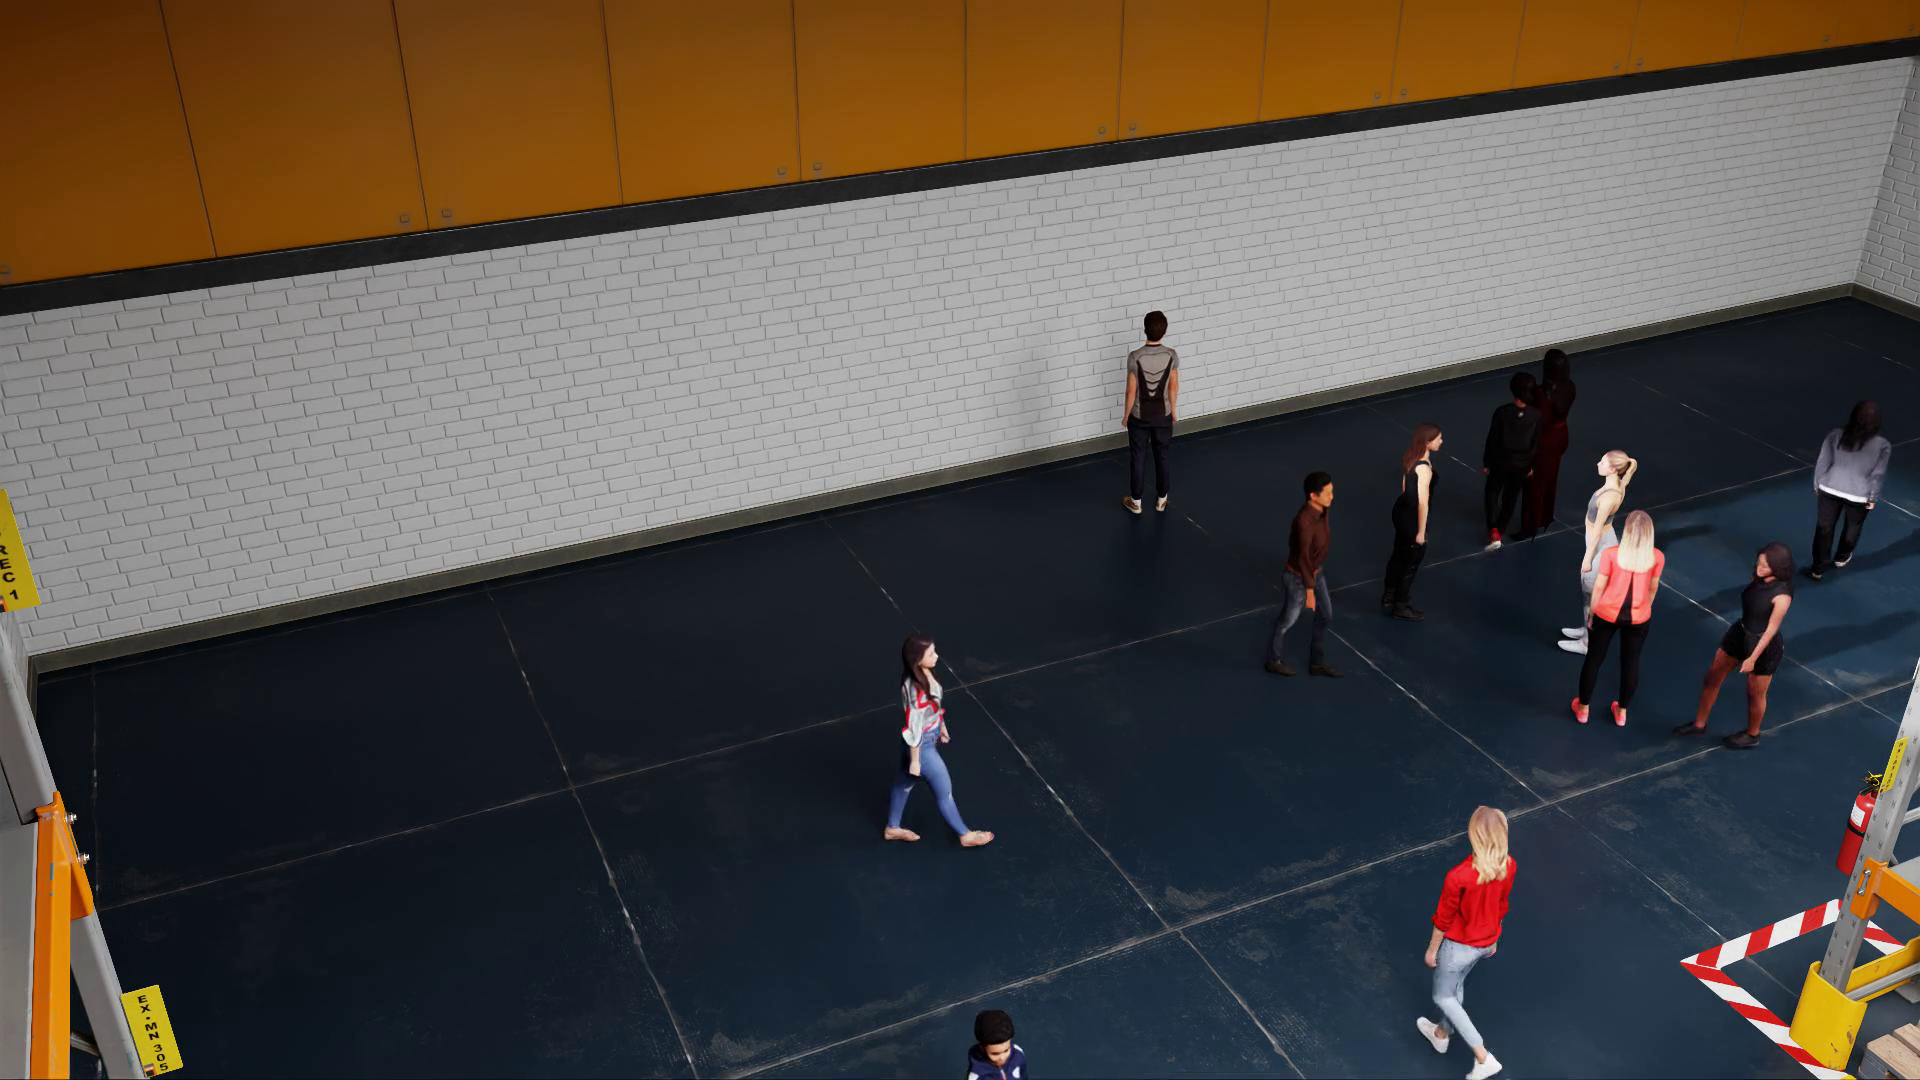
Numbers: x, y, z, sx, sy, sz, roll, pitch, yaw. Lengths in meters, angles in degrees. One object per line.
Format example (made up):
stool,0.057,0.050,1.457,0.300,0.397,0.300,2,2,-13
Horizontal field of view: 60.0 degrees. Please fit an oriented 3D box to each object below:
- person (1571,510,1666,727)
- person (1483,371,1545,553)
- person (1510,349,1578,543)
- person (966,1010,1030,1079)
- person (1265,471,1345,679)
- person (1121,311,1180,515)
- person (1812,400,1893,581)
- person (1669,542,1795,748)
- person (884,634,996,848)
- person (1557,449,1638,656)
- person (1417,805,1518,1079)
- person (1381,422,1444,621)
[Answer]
person,4.722,0.558,11.883,0.671,1.690,0.705,6,29,10
person,4.664,-0.617,14.065,0.858,1.665,0.962,5,29,9
person,5.042,-0.819,14.338,0.736,1.756,0.720,-25,37,-37
person,0.168,2.793,8.283,0.549,1.216,0.588,-16,32,-26
person,2.464,0.259,12.360,0.994,1.758,0.921,15,32,26
person,1.696,-1.131,14.765,0.719,1.896,0.675,-3,29,-6
person,7.304,-0.385,13.725,0.882,1.583,0.931,18,34,30
person,5.583,0.756,11.505,0.886,1.706,0.893,-1,29,-3
person,-0.333,1.302,10.628,0.965,1.586,1.010,2,29,4
person,4.907,0.082,12.744,0.672,1.702,0.639,17,33,28
person,2.744,2.203,8.877,0.613,1.681,0.881,-13,31,-22
person,3.589,-0.163,13.209,0.727,1.688,0.613,-2,29,-4
